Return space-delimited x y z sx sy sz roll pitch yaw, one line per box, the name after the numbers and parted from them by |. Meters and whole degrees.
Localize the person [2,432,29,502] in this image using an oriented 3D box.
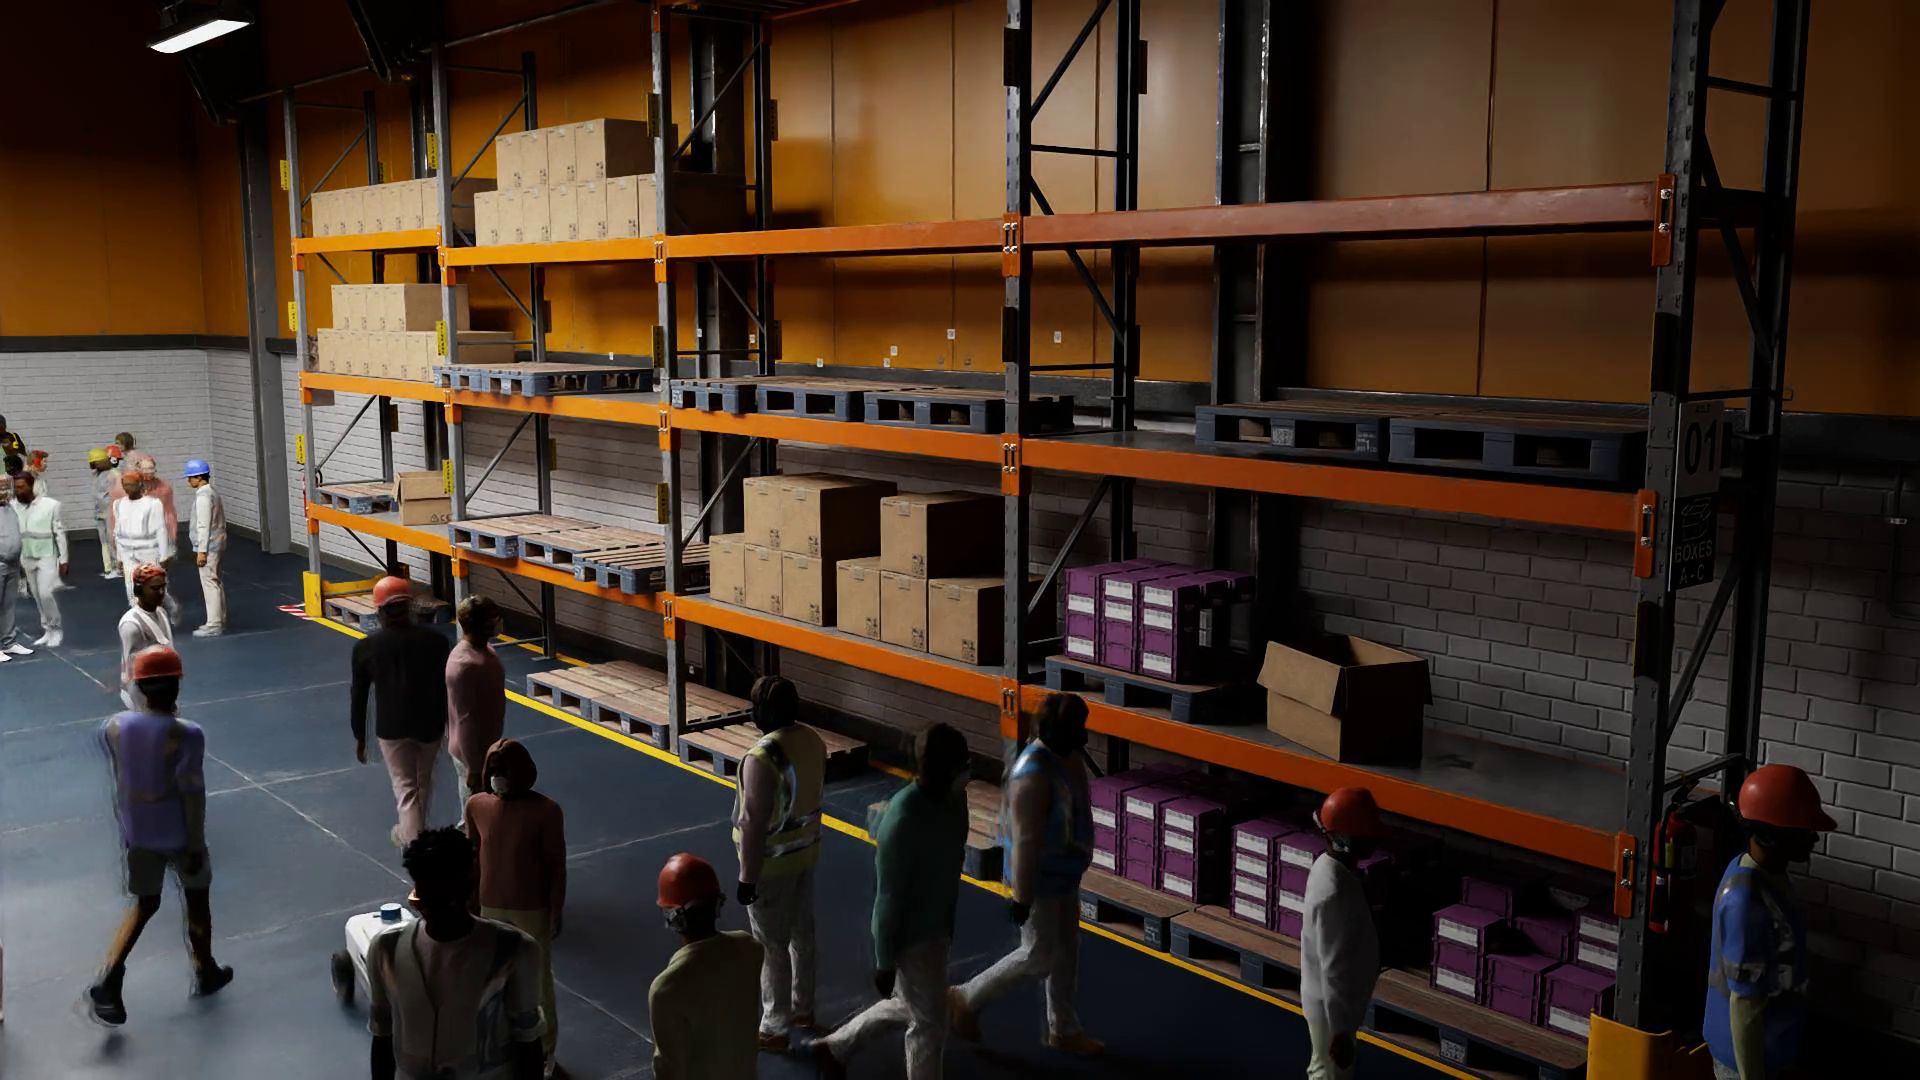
-12.865 -0.541 22.693 0.521 1.873 0.336 4 9 28 | person

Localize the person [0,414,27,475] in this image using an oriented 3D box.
-13.862 -0.821 24.050 0.682 2.000 0.537 -5 10 -31 | person

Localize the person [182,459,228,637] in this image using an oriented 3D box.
-8.229 0.080 18.169 0.419 1.933 0.618 -2 9 -16 | person

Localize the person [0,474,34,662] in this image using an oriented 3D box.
-9.761 0.273 16.938 0.407 1.903 0.639 1 8 5 | person

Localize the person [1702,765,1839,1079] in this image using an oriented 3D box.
2.842 1.790 5.897 0.378 2.044 0.607 5 9 29 | person

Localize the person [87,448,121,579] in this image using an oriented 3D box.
-11.260 -0.351 21.893 0.492 1.733 0.350 5 10 33 | person

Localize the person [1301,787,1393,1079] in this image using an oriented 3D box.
1.530 1.832 6.630 0.342 1.747 0.575 2 8 13 | person

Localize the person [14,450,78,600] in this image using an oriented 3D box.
-11.301 -0.189 20.447 0.701 1.807 0.666 -1 8 -10 | person

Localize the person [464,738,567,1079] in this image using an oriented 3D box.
-2.086 1.723 7.776 0.507 1.633 0.277 1 8 9 | person

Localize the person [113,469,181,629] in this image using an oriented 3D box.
-8.772 0.149 17.910 0.586 1.867 0.639 1 8 9 | person

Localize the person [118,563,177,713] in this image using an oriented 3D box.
-5.492 1.092 11.306 0.358 1.881 0.574 -1 8 -7 | person

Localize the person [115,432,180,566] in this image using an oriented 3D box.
-11.022 -0.530 22.546 0.711 1.908 0.650 -2 9 -16 | person

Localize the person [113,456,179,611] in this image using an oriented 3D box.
-9.509 -0.064 19.476 1.037 1.848 0.658 7 11 41 | person

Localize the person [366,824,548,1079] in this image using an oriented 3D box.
-1.668 1.888 5.511 0.606 1.957 0.373 1 8 5 | person

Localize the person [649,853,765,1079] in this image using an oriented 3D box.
-0.909 1.950 5.814 0.347 1.743 0.564 4 9 28 | person

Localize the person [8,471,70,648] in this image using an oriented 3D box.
-9.713 0.197 17.545 0.603 1.881 0.545 1 8 5 | person

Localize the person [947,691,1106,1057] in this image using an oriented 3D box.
0.332 1.605 8.000 0.694 1.820 0.634 3 9 19 | person

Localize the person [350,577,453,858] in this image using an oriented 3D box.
-3.503 1.199 10.499 0.622 1.901 1.111 -4 9 -28 | person

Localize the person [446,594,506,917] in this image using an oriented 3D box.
-2.829 1.274 9.838 0.363 1.939 0.636 -1 8 -5 | person

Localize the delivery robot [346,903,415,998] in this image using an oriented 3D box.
-2.904 2.107 8.515 0.477 0.478 0.707 -5 10 -31 | delivery robot

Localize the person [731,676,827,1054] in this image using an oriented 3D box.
-0.896 1.570 8.167 0.429 1.837 0.629 4 9 24 | person

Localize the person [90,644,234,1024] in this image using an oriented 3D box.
-4.096 1.492 8.466 0.539 1.910 0.806 1 8 8 | person

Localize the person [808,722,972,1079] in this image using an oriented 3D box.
-0.276 1.681 7.156 0.871 1.908 0.647 4 9 25 | person
